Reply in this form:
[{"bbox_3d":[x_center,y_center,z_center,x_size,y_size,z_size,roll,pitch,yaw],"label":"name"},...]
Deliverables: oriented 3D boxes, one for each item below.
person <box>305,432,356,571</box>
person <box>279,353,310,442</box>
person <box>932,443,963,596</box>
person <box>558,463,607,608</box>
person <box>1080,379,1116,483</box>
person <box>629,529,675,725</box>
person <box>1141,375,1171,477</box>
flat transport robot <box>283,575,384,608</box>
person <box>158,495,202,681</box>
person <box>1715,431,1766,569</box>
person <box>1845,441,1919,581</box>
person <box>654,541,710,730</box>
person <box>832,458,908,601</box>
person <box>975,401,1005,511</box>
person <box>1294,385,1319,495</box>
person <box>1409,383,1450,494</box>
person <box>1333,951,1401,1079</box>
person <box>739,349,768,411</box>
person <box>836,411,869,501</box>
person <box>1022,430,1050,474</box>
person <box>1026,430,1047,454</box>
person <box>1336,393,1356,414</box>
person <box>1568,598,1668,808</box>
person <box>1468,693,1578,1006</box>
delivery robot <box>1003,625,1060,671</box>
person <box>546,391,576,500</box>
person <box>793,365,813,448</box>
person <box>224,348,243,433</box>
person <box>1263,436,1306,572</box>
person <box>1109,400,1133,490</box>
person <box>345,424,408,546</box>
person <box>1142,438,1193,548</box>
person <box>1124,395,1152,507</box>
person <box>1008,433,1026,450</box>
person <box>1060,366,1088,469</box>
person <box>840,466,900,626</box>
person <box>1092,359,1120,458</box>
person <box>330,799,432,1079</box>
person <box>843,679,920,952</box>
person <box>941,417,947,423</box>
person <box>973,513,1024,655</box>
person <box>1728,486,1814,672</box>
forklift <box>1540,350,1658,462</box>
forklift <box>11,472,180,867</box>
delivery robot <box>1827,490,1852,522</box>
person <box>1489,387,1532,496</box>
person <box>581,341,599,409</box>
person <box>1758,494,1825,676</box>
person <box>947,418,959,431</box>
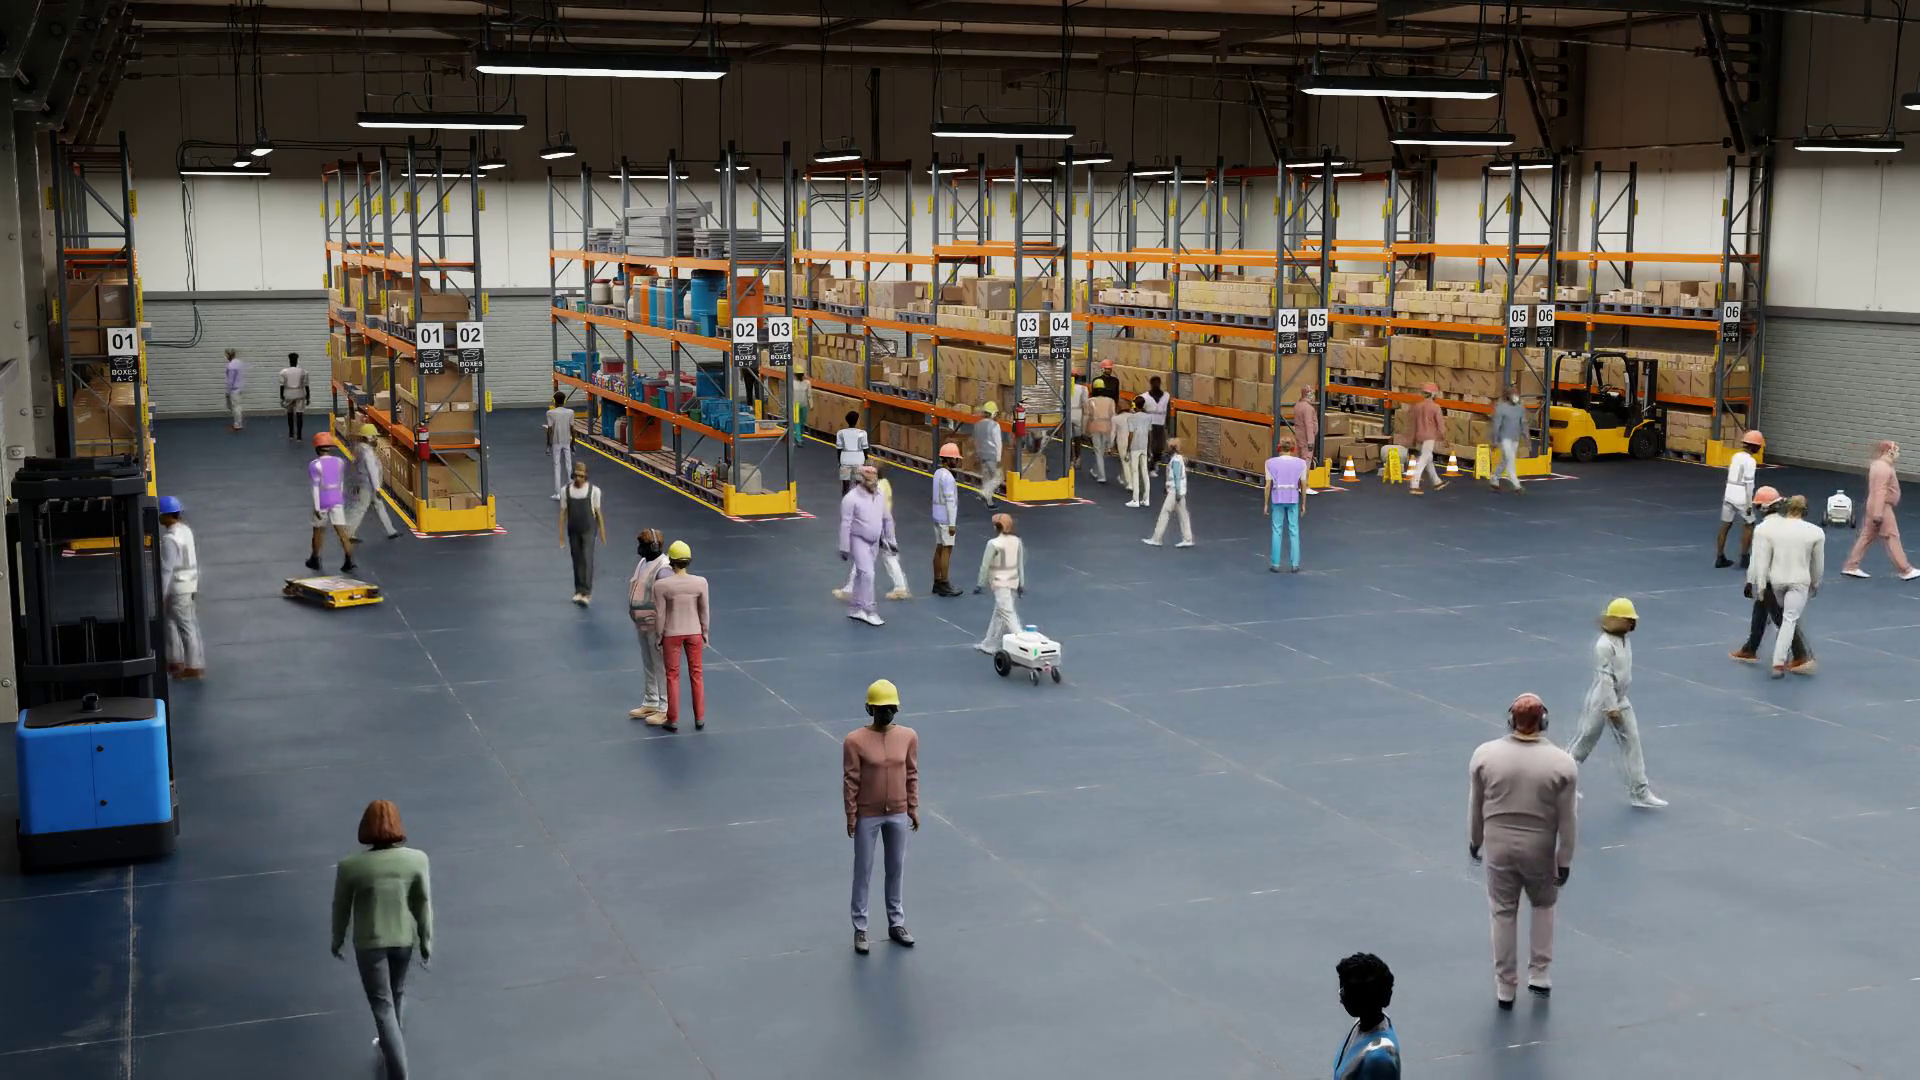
[{"bbox_3d":[-8.590,-0.521,28.505,0.548,1.895,0.996,-8,12,-44],"label":"person"},{"bbox_3d":[-14.528,-3.122,45.731,0.633,1.911,0.998,-2,9,-16],"label":"person"},{"bbox_3d":[-0.155,-0.269,26.651,0.373,1.933,0.550,-3,9,-18],"label":"person"},{"bbox_3d":[-4.682,-0.062,25.795,0.567,1.772,1.038,1,9,3],"label":"person"},{"bbox_3d":[2.517,-2.011,38.450,0.613,1.871,0.974,-3,9,-18],"label":"person"},{"bbox_3d":[-2.909,0.805,19.802,0.429,1.844,0.626,-5,10,-32],"label":"person"},{"bbox_3d":[3.650,-2.149,39.288,0.625,1.901,0.495,-2,9,-11],"label":"person"},{"bbox_3d":[-7.877,0.635,26.289,0.652,0.197,1.431,-8,12,-42],"label":"flat transport robot"},{"bbox_3d":[-8.157,0.499,21.544,0.685,1.924,0.645,-1,9,-6],"label":"person"},{"bbox_3d":[10.715,-0.548,28.666,0.619,1.900,0.542,-1,9,-10],"label":"person"},{"bbox_3d":[12.287,-0.389,27.741,1.011,1.845,0.657,2,9,16],"label":"person"},{"bbox_3d":[-2.592,0.886,19.501,0.533,1.772,0.296,-3,9,-21],"label":"person"},{"bbox_3d":[-1.095,-0.131,26.225,0.931,1.800,0.629,2,9,13],"label":"person"},{"bbox_3d":[0.471,-1.369,34.365,0.451,1.816,0.622,-6,11,-36],"label":"person"},{"bbox_3d":[6.071,-1.755,36.656,0.409,1.905,0.652,-1,9,-10],"label":"person"},{"bbox_3d":[8.278,-1.786,36.745,1.037,1.932,0.631,-4,10,-27],"label":"person"},{"bbox_3d":[1.696,2.540,8.730,0.320,1.692,0.531,1,9,5],"label":"person"},{"bbox_3d":[-5.215,-4.225,52.820,0.724,2.000,1.045,-1,9,-4],"label":"person"},{"bbox_3d":[-1.740,-1.245,33.951,0.540,1.696,0.316,1,9,5],"label":"person"},{"bbox_3d":[1.336,-2.209,39.415,0.615,1.984,1.062,-3,9,-22],"label":"person"},{"bbox_3d":[1.627,-2.726,43.250,0.597,1.865,0.614,-3,9,-18],"label":"person"},{"bbox_3d":[8.905,-3.384,48.206,0.533,1.699,0.318,-3,9,-20],"label":"person"},{"bbox_3d":[5.274,1.303,16.982,0.490,1.698,0.915,-8,12,-43],"label":"person"},{"bbox_3d":[3.402,1.850,12.683,0.649,1.884,0.590,3,9,18],"label":"person"},{"bbox_3d":[0.741,1.128,21.747,0.477,0.478,0.707,-5,10,-29],"label":"delivery robot"},{"bbox_3d":[-6.854,-1.629,35.938,0.518,1.870,0.323,-4,9,-26],"label":"person"},{"bbox_3d":[-3.427,-2.872,44.634,0.533,1.751,0.687,-3,9,-20],"label":"person"},{"bbox_3d":[-16.588,-3.404,47.564,0.570,1.926,0.663,-1,9,-6],"label":"person"},{"bbox_3d":[4.409,-0.486,28.405,0.572,1.840,0.373,0,9,0],"label":"person"},{"bbox_3d":[2.913,-1.712,37.397,0.513,1.580,0.871,-3,9,-19],"label":"person"},{"bbox_3d":[-8.668,-0.819,30.812,0.956,1.782,0.611,-4,9,-23],"label":"person"},{"bbox_3d":[3.034,-0.686,30.526,0.805,1.604,0.516,2,9,13],"label":"person"},{"bbox_3d":[2.981,-1.490,35.014,0.532,1.868,0.310,-5,10,-32],"label":"person"},{"bbox_3d":[1.177,-2.632,42.361,0.605,1.948,0.391,7,11,39],"label":"person"},{"bbox_3d":[2.123,-2.321,40.101,0.616,2.007,0.918,-1,9,-6],"label":"person"},{"bbox_3d":[-1.041,0.064,24.631,0.801,1.865,0.677,6,11,37],"label":"person"},{"bbox_3d":[2.952,-2.661,42.392,0.622,1.996,0.370,-3,9,-20],"label":"person"},{"bbox_3d":[-3.139,2.193,11.396,0.502,1.587,0.845,-6,10,-35],"label":"person"},{"bbox_3d":[-0.504,1.773,13.592,0.525,1.772,0.309,-4,9,-24],"label":"person"},{"bbox_3d":[-0.382,-3.788,50.151,0.549,1.925,0.584,-2,9,-13],"label":"person"},{"bbox_3d":[0.474,0.505,22.629,0.882,1.593,0.527,7,11,39],"label":"person"},{"bbox_3d":[8.667,0.403,22.189,0.617,1.941,1.009,-8,11,-41],"label":"person"},{"bbox_3d":[12.897,-2.725,42.309,2.313,2.155,1.214,-3,9,-21],"label":"forklift"},{"bbox_3d":[-6.630,0.886,15.957,1.129,2.768,1.873,-3,9,-21],"label":"forklift"},{"bbox_3d":[13.793,-0.535,32.834,0.477,0.478,0.707,3,9,21],"label":"delivery robot"},{"bbox_3d":[9.618,-1.730,36.588,0.651,1.878,1.077,-5,10,-30],"label":"person"},{"bbox_3d":[-9.364,-4.185,53.155,0.430,1.810,0.616,-6,11,-36],"label":"person"},{"bbox_3d":[8.736,0.455,22.011,0.620,1.873,1.071,6,10,35],"label":"person"},{"bbox_3d":[-0.150,-2.770,44.476,0.513,1.584,0.850,-1,9,-7],"label":"person"}]
